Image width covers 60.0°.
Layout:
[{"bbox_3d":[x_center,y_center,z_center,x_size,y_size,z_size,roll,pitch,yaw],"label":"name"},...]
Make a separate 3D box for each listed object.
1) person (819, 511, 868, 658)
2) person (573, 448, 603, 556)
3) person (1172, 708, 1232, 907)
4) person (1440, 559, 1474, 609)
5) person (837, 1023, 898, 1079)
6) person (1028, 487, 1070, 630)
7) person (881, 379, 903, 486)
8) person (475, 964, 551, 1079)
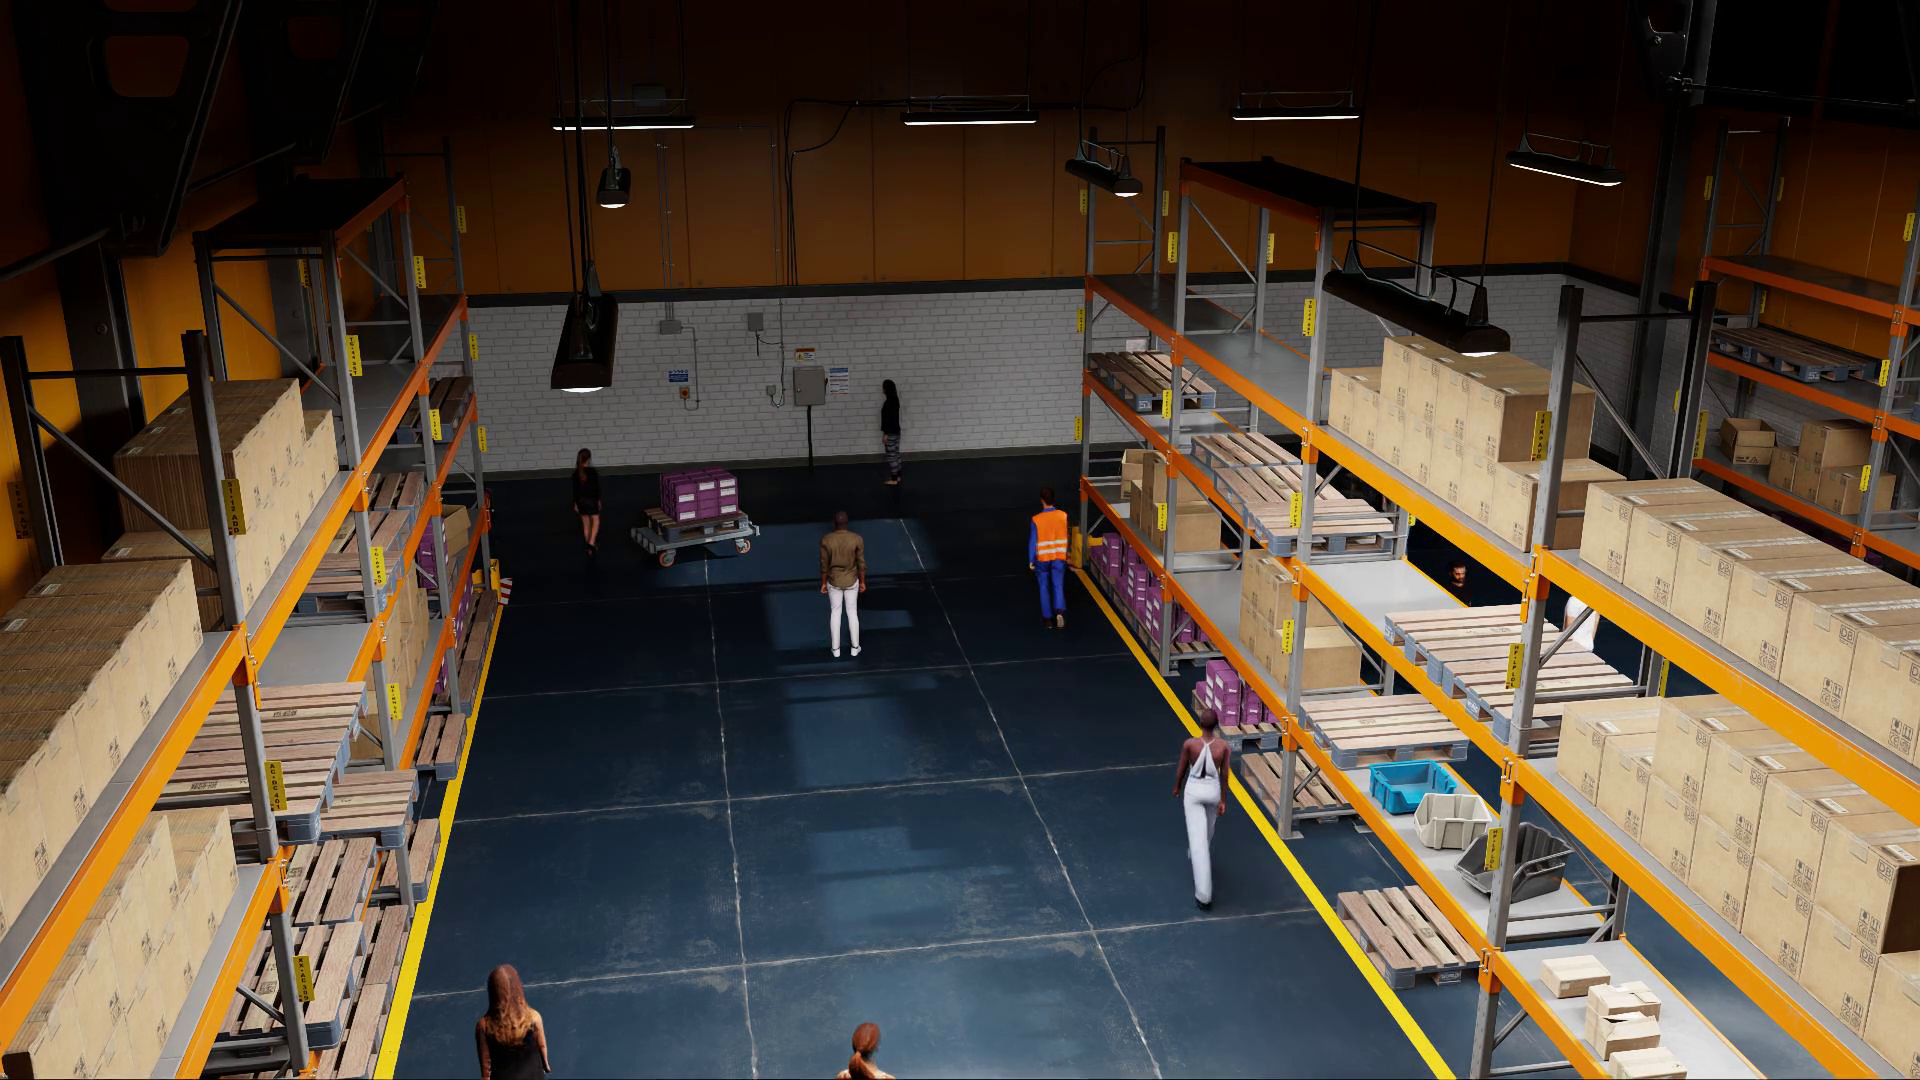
[{"bbox_3d":[-1.413,0.518,20.037,0.749,1.825,0.589,-1,19,-4],"label":"person"},{"bbox_3d":[-5.282,-0.517,23.544,0.596,1.548,0.677,-1,19,-2],"label":"person"},{"bbox_3d":[2.155,2.380,14.665,0.666,1.726,1.157,-2,19,-5],"label":"person"},{"bbox_3d":[5.470,1.012,18.712,0.703,1.734,0.727,-8,20,-22],"label":"person"},{"bbox_3d":[-0.564,3.806,10.331,0.658,1.789,0.653,4,19,11],"label":"person"},{"bbox_3d":[1.149,0.271,20.741,0.728,1.844,0.881,-4,19,-13],"label":"person"},{"bbox_3d":[-1.098,-1.762,26.953,0.737,1.732,0.632,8,20,22],"label":"person"},{"bbox_3d":[-2.914,3.652,10.952,0.592,1.685,0.974,-3,19,-10],"label":"person"}]
